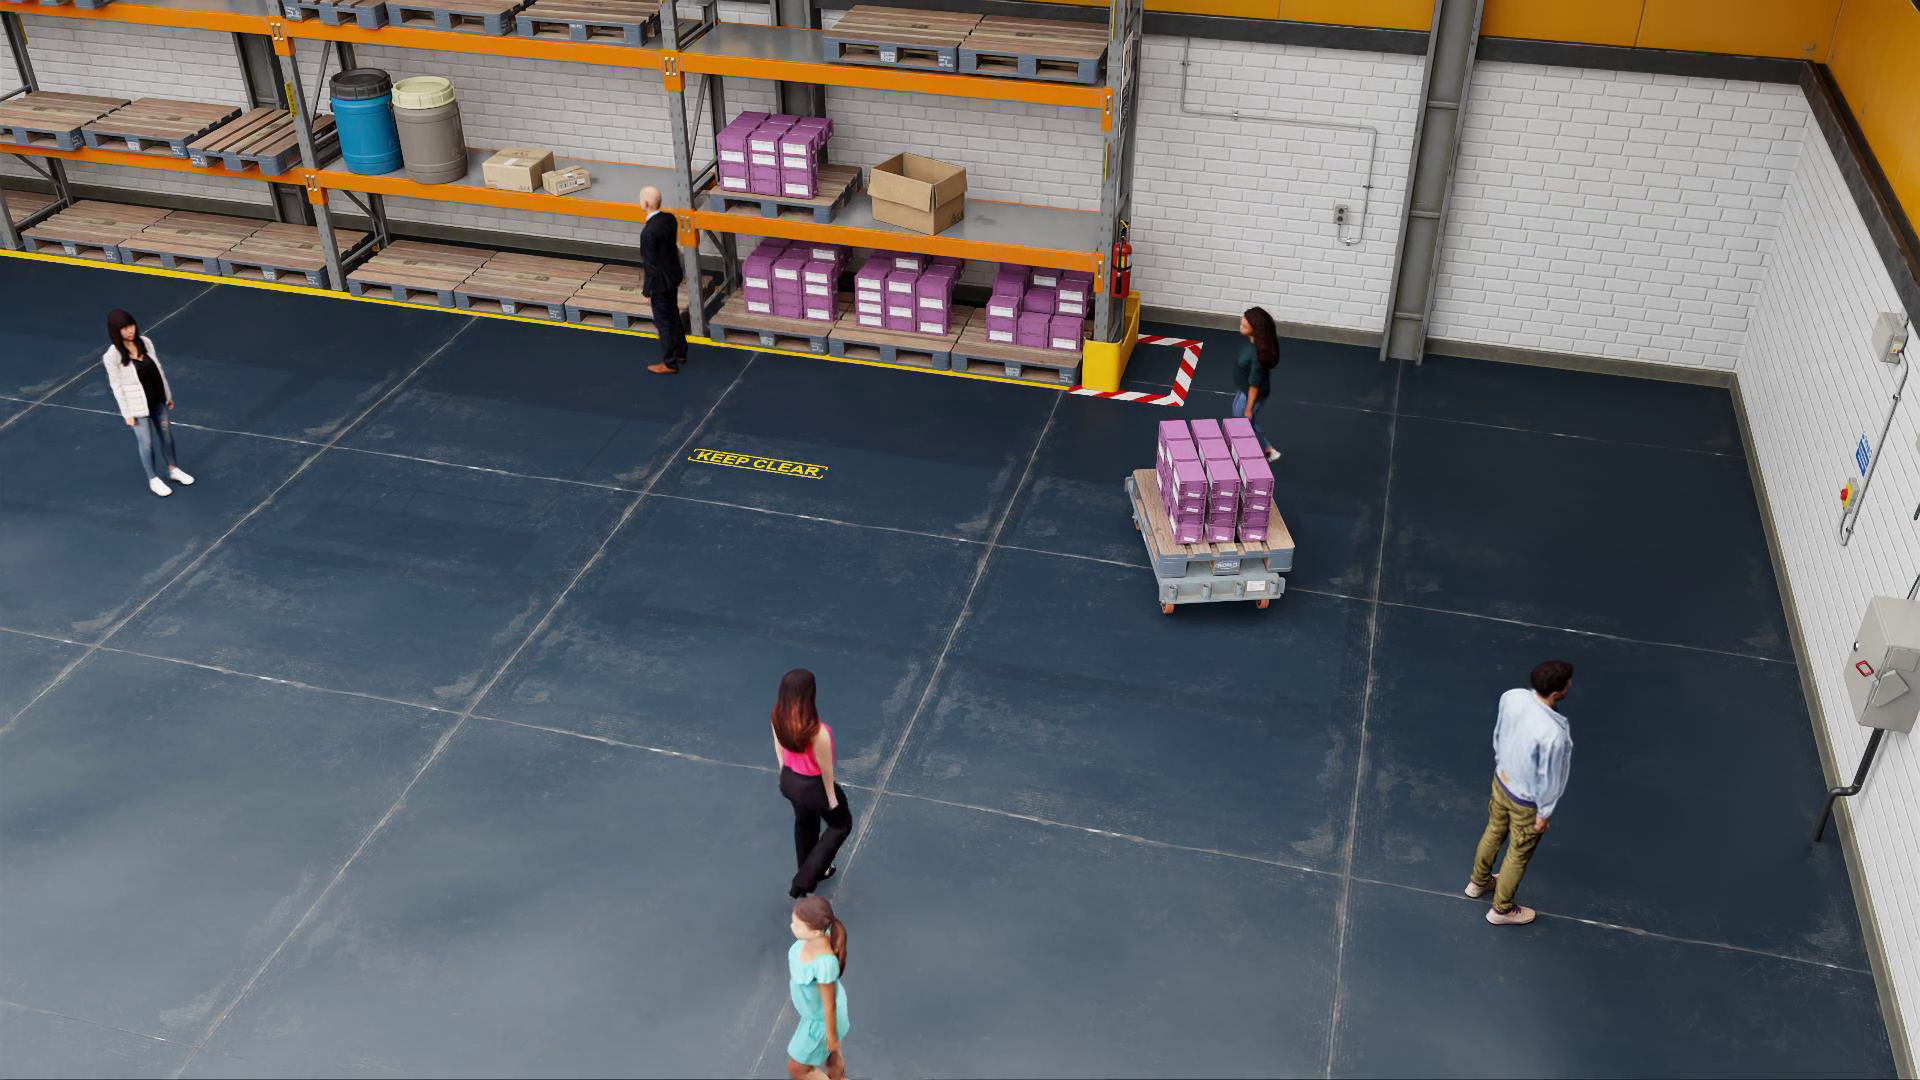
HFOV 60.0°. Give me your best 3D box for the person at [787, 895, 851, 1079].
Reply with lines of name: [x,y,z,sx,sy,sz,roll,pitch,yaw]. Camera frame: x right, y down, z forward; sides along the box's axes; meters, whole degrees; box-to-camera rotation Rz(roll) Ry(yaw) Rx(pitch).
person: [-0.625,2.362,8.364,0.664,1.550,0.628,-4,34,-6]

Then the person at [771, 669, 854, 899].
person: [-0.909,1.471,9.617,0.751,1.649,0.796,23,40,31]

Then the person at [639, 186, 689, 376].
person: [-2.726,-2.382,15.277,0.595,1.799,0.710,11,35,17]

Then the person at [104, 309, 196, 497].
person: [-6.649,-1.142,13.558,0.614,1.636,0.651,16,37,22]

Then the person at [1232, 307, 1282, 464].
person: [2.475,-1.173,13.640,0.702,1.598,0.629,9,35,13]

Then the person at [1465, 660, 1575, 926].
person: [3.224,1.428,9.535,0.759,1.810,0.763,-9,35,-13]
